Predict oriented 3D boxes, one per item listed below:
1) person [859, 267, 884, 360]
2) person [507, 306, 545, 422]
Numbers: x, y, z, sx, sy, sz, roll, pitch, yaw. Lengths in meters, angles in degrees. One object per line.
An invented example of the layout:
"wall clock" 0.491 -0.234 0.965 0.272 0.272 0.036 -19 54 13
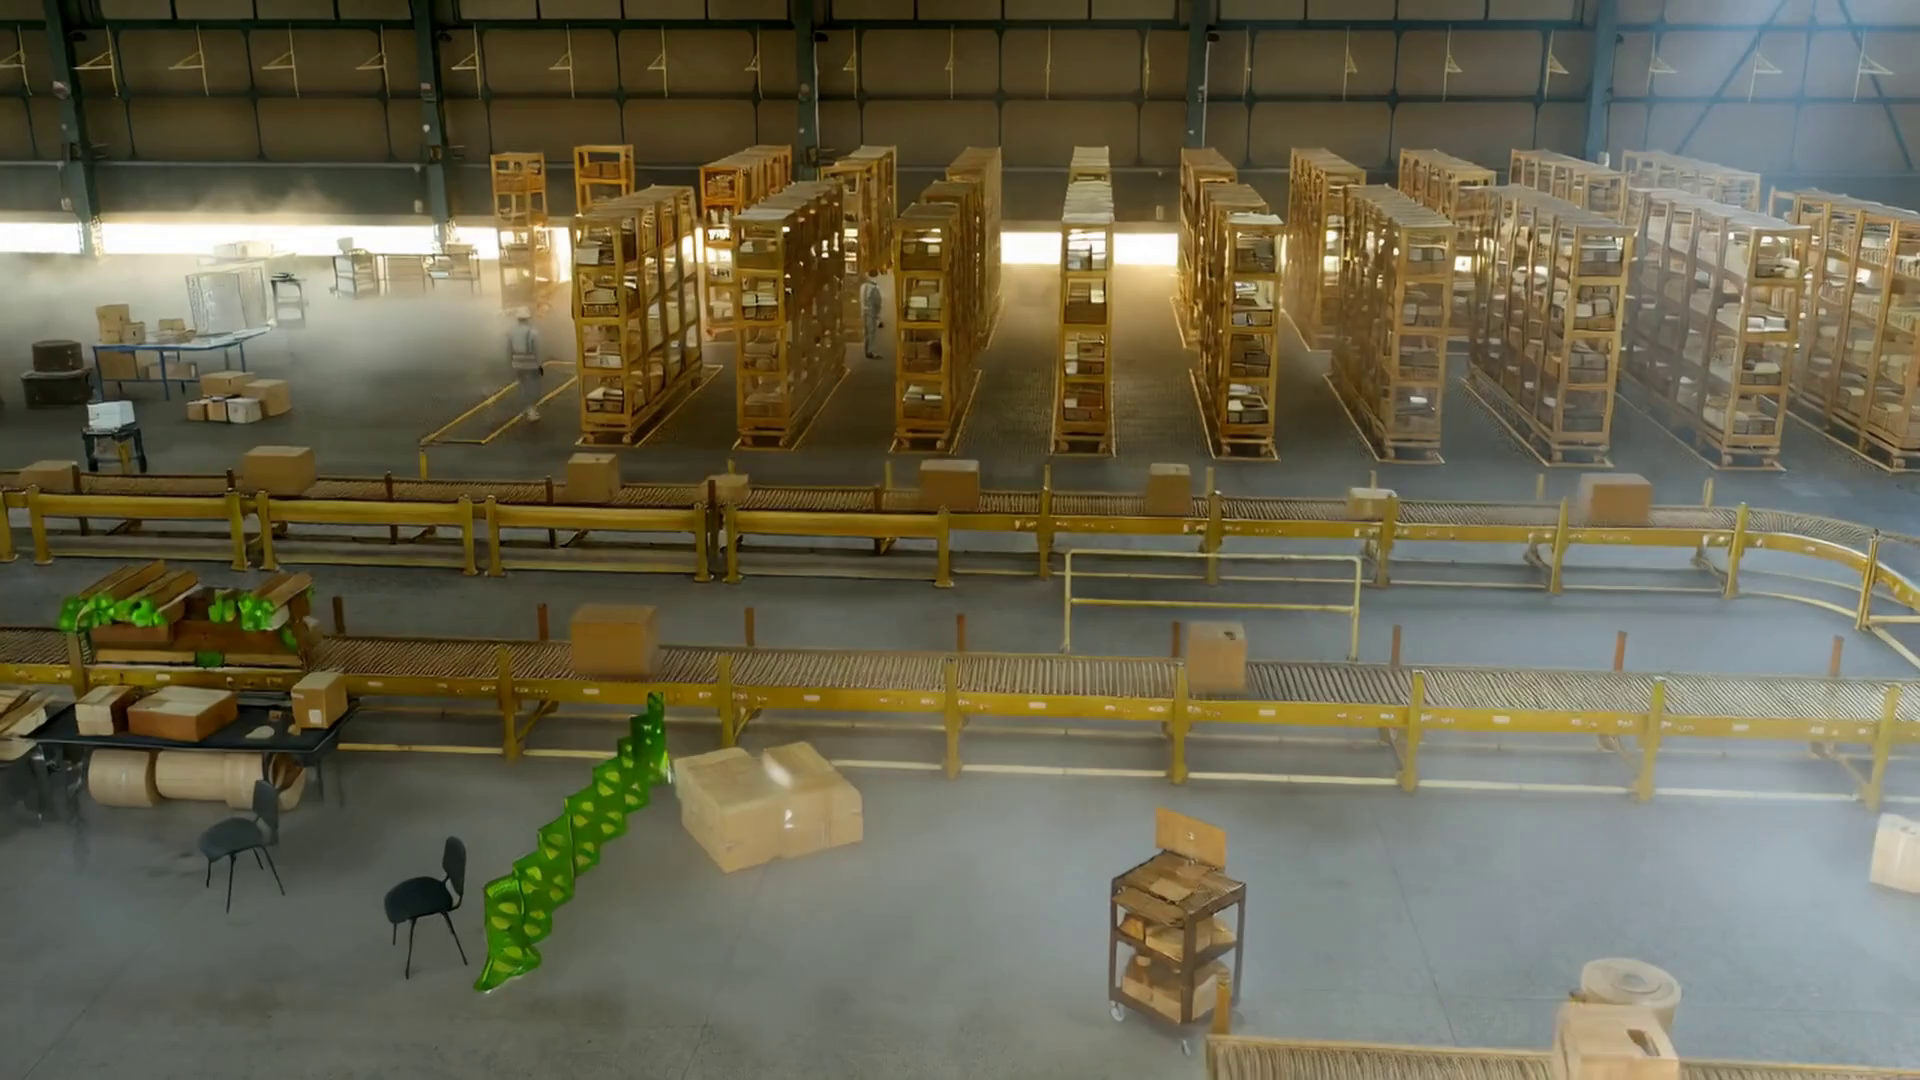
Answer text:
"person" -1.745 -4.459 32.726 0.403 1.822 0.586 -11 20 -30
"person" -7.201 -2.924 27.663 0.634 1.936 0.439 6 18 18
